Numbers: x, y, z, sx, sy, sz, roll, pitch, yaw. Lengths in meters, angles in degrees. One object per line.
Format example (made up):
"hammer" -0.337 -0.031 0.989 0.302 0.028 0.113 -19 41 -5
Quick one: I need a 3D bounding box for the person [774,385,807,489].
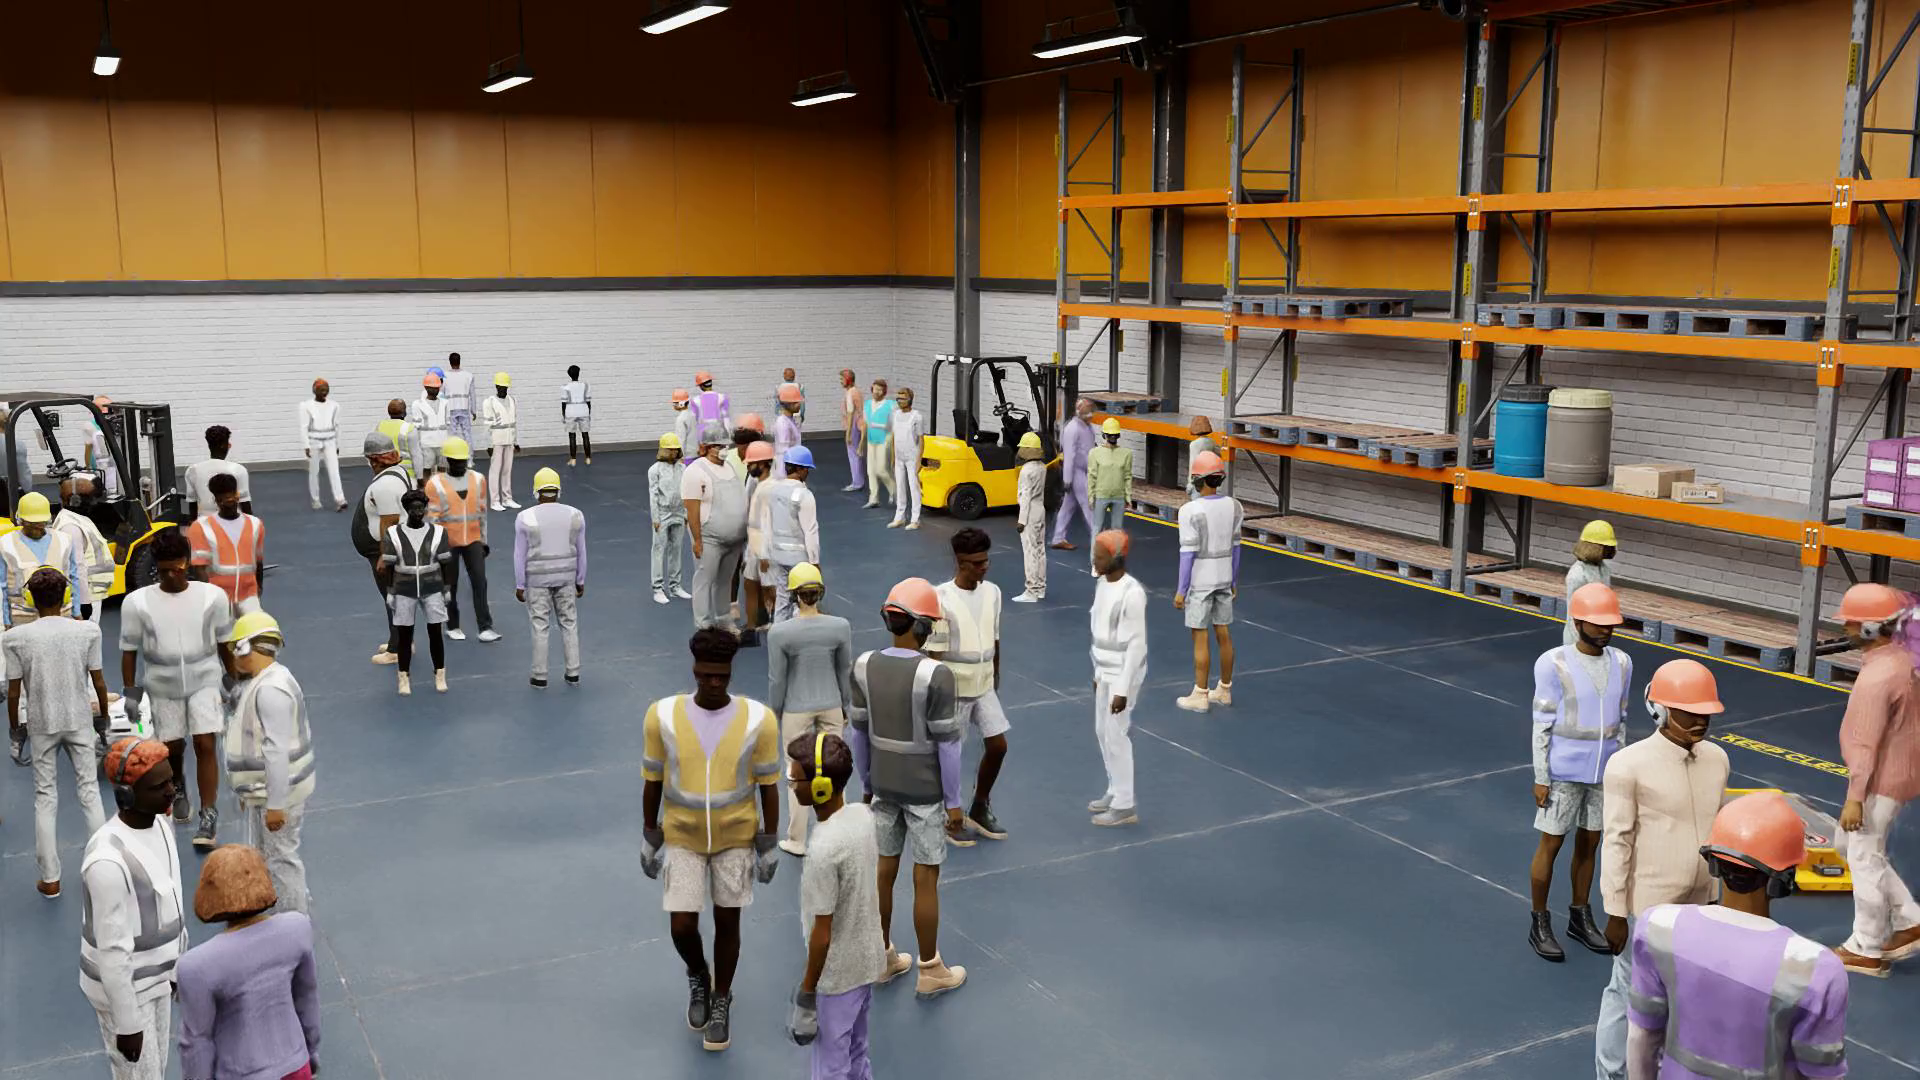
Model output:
"person" -2.006 -0.813 19.581 0.466 2.027 0.617 1 10 6

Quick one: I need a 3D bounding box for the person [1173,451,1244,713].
"person" 1.916 0.325 12.985 0.609 2.044 0.396 -6 12 -33

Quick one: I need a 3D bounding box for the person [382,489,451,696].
"person" -4.382 0.419 13.464 0.535 1.694 0.320 -4 10 -19

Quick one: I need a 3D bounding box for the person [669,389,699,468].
"person" -3.720 -1.170 22.486 0.392 1.739 0.577 1 10 8

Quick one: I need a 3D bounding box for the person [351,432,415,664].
"person" -5.033 0.056 14.542 0.537 2.000 0.675 -1 10 -6

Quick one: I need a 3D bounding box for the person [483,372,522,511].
"person" -6.343 -1.372 23.098 0.383 1.924 0.589 6 11 29

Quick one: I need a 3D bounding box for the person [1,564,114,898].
"person" -5.019 1.062 9.279 0.516 1.861 0.319 -6 12 -31

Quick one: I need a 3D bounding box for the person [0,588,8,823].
"person" -6.252 0.865 10.289 0.636 1.903 0.405 -4 11 -23

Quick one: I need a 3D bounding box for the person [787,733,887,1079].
"person" -0.402 1.608 6.116 0.421 1.868 0.746 3 10 17

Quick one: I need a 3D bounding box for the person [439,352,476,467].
"person" -8.325 -2.146 27.576 0.596 1.915 0.370 -4 11 -22

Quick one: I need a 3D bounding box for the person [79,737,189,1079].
"person" -2.971 1.624 6.038 0.379 1.868 0.583 -1 10 -8

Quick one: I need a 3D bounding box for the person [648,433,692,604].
"person" -2.965 -0.233 17.058 0.305 1.745 0.483 8 13 39

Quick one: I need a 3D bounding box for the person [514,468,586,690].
"person" -3.373 0.316 13.688 0.597 1.824 0.404 -6 12 -31

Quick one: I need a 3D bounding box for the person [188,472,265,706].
"person" -5.636 0.419 12.906 0.600 1.884 1.060 -9 13 -42

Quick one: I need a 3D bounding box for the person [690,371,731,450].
"person" -3.555 -1.454 23.651 0.559 1.889 0.621 -2 10 -13

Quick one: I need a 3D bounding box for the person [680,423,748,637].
"person" -2.187 -0.060 15.207 0.535 2.000 0.674 5 11 29

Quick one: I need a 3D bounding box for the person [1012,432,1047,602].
"person" 0.710 -0.233 17.067 0.321 1.741 0.494 5 11 24

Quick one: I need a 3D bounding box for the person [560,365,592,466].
"person" -6.407 -2.076 27.794 0.535 1.699 0.322 -5 11 -27

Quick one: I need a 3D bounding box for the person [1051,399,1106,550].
"person" 1.523 -0.759 19.791 0.975 1.834 0.675 3 10 19

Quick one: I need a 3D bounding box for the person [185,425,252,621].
"person" -6.976 -0.111 15.718 0.640 1.961 0.364 0 10 2

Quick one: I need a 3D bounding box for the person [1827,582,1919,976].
"person" 4.507 1.188 8.207 0.509 1.971 0.640 7 12 35

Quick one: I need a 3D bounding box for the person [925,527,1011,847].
"person" 0.050 0.891 9.981 0.630 1.952 0.492 -7 12 -35

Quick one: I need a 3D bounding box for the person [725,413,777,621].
"person" -2.069 -0.216 16.224 0.648 2.025 0.553 2 10 9

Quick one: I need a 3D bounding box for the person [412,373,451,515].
"person" -7.170 -1.309 22.701 0.552 1.935 0.361 -9 13 -43

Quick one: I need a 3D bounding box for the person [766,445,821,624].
"person" -1.399 0.160 14.238 0.402 1.938 0.604 -9 14 -43

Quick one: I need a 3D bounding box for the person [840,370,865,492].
"person" -1.576 -1.631 24.872 0.395 1.834 0.616 2 10 11

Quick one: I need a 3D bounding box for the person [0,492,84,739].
"person" -6.826 0.545 12.358 0.403 1.822 0.589 9 14 43

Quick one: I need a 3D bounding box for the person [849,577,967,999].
"person" -0.234 1.189 8.038 0.605 2.034 0.392 7 12 33

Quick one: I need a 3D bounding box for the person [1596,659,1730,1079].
"person" 2.823 1.446 6.668 0.609 1.995 0.376 -4 11 -24

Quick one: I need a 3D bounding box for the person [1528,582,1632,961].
"person" 3.162 1.166 8.443 0.542 1.939 0.361 -3 10 -15

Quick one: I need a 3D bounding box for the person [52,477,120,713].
"person" -6.818 0.427 12.982 0.429 1.845 0.624 -5 11 -25

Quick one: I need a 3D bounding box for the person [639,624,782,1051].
"person" -1.118 1.330 7.453 0.647 1.951 0.411 -1 10 -6

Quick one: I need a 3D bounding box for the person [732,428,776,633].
"person" -1.918 -0.090 15.690 0.624 1.928 0.631 -3 10 -16

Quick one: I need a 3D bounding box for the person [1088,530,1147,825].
"person" 0.991 0.864 10.422 0.409 1.877 0.602 -3 10 -18

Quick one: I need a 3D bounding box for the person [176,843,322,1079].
"person" -2.368 1.817 5.612 0.311 1.623 0.505 6 11 29

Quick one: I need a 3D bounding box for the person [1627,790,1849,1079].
"person" 2.272 1.729 4.903 0.605 2.044 0.375 9 14 43

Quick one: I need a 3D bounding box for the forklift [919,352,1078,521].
"forklift" 0.460 -1.461 22.833 2.313 2.155 1.214 -5 11 -28

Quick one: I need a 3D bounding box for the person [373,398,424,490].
"person" -6.664 -0.772 19.869 0.633 1.846 0.429 4 10 20

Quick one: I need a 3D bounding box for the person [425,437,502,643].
"person" -4.500 0.021 15.145 0.597 1.892 0.874 -8 12 -38

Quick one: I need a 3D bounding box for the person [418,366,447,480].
"person" -7.485 -1.509 23.810 0.604 1.949 0.389 8 13 39

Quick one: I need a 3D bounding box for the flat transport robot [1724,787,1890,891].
"flat transport robot" 4.872 1.743 9.918 0.652 0.197 1.431 0 10 1

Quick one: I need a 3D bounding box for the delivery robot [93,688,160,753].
"delivery robot" -5.763 1.262 11.602 0.477 0.478 0.707 -2 10 -9

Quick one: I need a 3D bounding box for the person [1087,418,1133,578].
"person" 1.656 -0.466 18.340 0.525 1.769 0.313 -2 10 -14

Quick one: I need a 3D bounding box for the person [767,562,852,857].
"person" -0.891 1.004 9.887 0.523 1.765 0.316 -4 11 -23

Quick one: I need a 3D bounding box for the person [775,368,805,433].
"person" -2.867 -2.088 28.065 0.513 1.628 0.319 -1 10 -8

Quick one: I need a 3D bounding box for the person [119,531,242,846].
"person" -4.752 0.891 10.159 0.667 1.905 0.941 -5 11 -26

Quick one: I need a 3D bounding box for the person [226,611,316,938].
"person" -3.455 1.263 8.355 0.406 1.783 0.637 -6 11 -30

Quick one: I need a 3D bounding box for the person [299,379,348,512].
"person" -8.800 -1.302 22.967 0.582 1.827 1.005 -7 12 -35

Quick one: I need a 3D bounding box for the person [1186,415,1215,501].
"person" 2.878 -0.683 19.966 0.280 1.633 0.500 7 12 36

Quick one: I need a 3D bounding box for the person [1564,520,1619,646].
"person" 4.409 0.713 11.655 0.487 1.734 0.331 -9 13 -43

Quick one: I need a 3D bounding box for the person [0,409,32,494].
"person" -10.131 -0.432 17.645 0.635 1.936 0.353 1 10 7

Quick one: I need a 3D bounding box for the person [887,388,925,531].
"person" -0.684 -1.041 21.420 0.506 1.846 0.350 8 12 37

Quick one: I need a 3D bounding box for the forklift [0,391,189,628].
"forklift" -9.026 -0.363 16.508 1.214 2.155 2.313 6 11 29

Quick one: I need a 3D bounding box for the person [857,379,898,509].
"person" -1.146 -1.337 23.186 0.481 1.824 0.594 -10 14 -44
